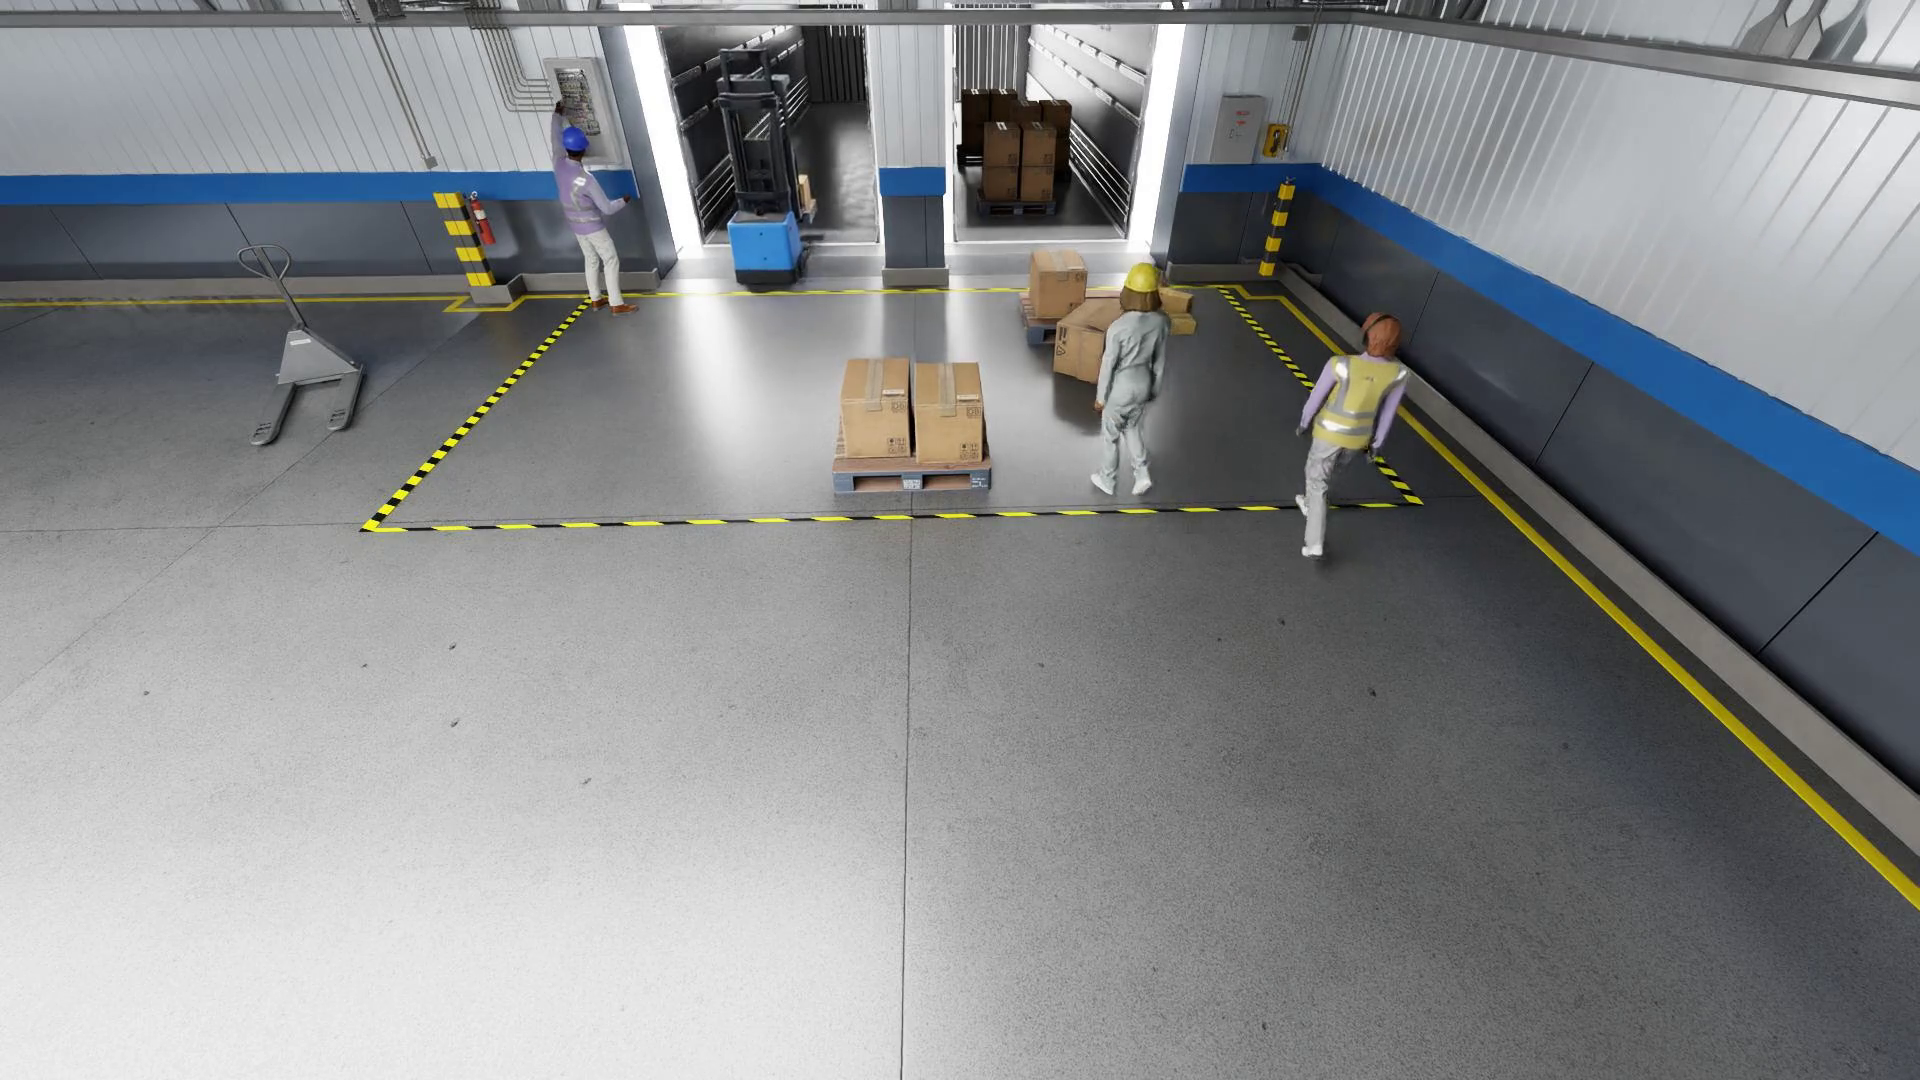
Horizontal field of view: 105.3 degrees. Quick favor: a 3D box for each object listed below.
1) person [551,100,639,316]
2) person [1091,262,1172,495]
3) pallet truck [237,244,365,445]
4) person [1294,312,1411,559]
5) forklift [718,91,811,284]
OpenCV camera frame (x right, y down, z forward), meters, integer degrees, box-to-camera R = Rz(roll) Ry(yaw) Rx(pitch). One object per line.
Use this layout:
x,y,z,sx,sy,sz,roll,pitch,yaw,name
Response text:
-4.056,-3.597,8.061,0.995,2.057,0.684,23,44,26,person
1.186,-1.016,5.063,0.495,1.724,0.559,-16,41,-19,person
-5.915,-1.733,6.366,0.680,1.201,1.601,-18,42,-21,pallet truck
2.465,-0.666,4.728,0.510,1.595,0.875,3,39,4,person
-2.414,-4.192,8.818,0.716,2.013,0.776,-1,38,-1,forklift
